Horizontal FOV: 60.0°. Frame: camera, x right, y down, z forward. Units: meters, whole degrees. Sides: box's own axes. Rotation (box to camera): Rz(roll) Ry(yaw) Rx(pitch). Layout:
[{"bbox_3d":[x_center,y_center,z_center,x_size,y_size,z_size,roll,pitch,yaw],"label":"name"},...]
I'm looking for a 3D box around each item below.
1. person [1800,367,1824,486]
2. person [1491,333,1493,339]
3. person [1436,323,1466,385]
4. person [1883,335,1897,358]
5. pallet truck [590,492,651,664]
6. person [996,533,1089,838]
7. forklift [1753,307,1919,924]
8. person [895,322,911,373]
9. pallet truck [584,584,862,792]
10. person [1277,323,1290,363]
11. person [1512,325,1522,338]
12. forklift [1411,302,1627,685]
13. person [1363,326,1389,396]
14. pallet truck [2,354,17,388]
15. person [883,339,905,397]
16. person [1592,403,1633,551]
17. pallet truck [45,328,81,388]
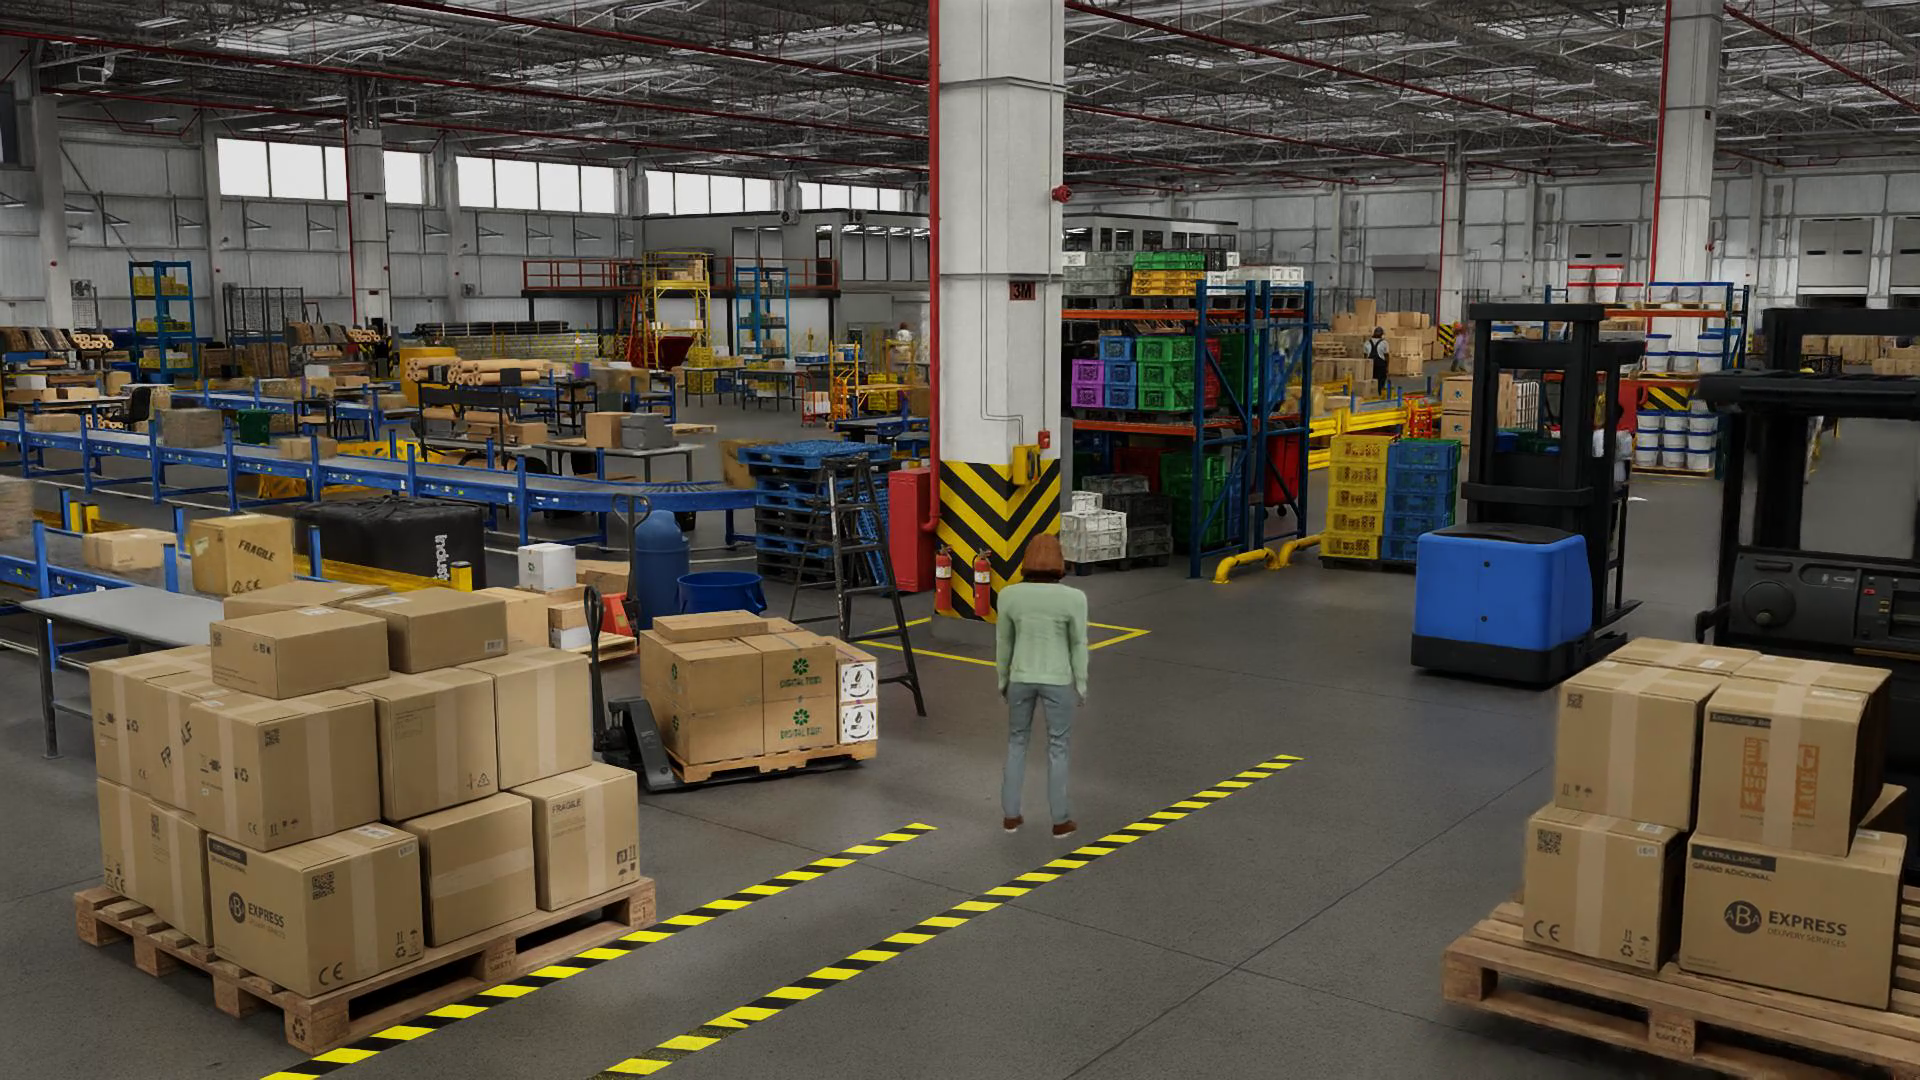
[{"bbox_3d":[12.538,-1.674,24.804,0.600,1.806,0.792,7,11,37],"label":"person"},{"bbox_3d":[18.130,-6.520,57.332,0.429,1.845,0.621,3,9,18],"label":"person"},{"bbox_3d":[14.843,-5.485,49.860,1.066,1.983,0.620,2,9,12],"label":"person"},{"bbox_3d":[33.233,-6.874,59.479,0.410,1.917,0.587,0,8,0],"label":"person"},{"bbox_3d":[-3.115,0.344,12.883,0.653,1.274,1.630,7,11,37],"label":"pallet truck"},{"bbox_3d":[0.432,0.775,8.897,0.500,1.628,0.281,3,9,19],"label":"person"},{"bbox_3d":[4.444,0.239,8.287,1.129,2.768,1.873,6,11,37],"label":"forklift"},{"bbox_3d":[-2.028,-6.904,59.844,0.572,1.869,0.486,-8,11,-42],"label":"person"},{"bbox_3d":[-1.426,0.805,10.019,1.601,1.201,0.680,-4,9,-26],"label":"pallet truck"},{"bbox_3d":[11.834,-7.051,60.969,0.442,1.826,0.650,-2,9,-10],"label":"person"},{"bbox_3d":[18.529,-6.235,55.388,0.436,1.858,0.514,-3,9,-20],"label":"person"},{"bbox_3d":[4.379,-0.438,12.852,1.129,2.768,1.873,7,11,37],"label":"forklift"},{"bbox_3d":[10.888,-4.549,43.381,0.683,2.000,0.536,6,11,37],"label":"person"},{"bbox_3d":[-24.881,-4.417,42.634,1.885,1.965,0.823,8,11,41],"label":"pallet truck"},{"bbox_3d":[-1.732,-4.330,42.938,0.756,1.744,0.530,2,9,14],"label":"person"},{"bbox_3d":[7.251,-0.698,18.622,0.547,1.677,0.399,7,11,38],"label":"person"},{"bbox_3d":[-23.775,-4.544,43.495,1.885,1.965,0.823,6,10,35],"label":"pallet truck"}]
